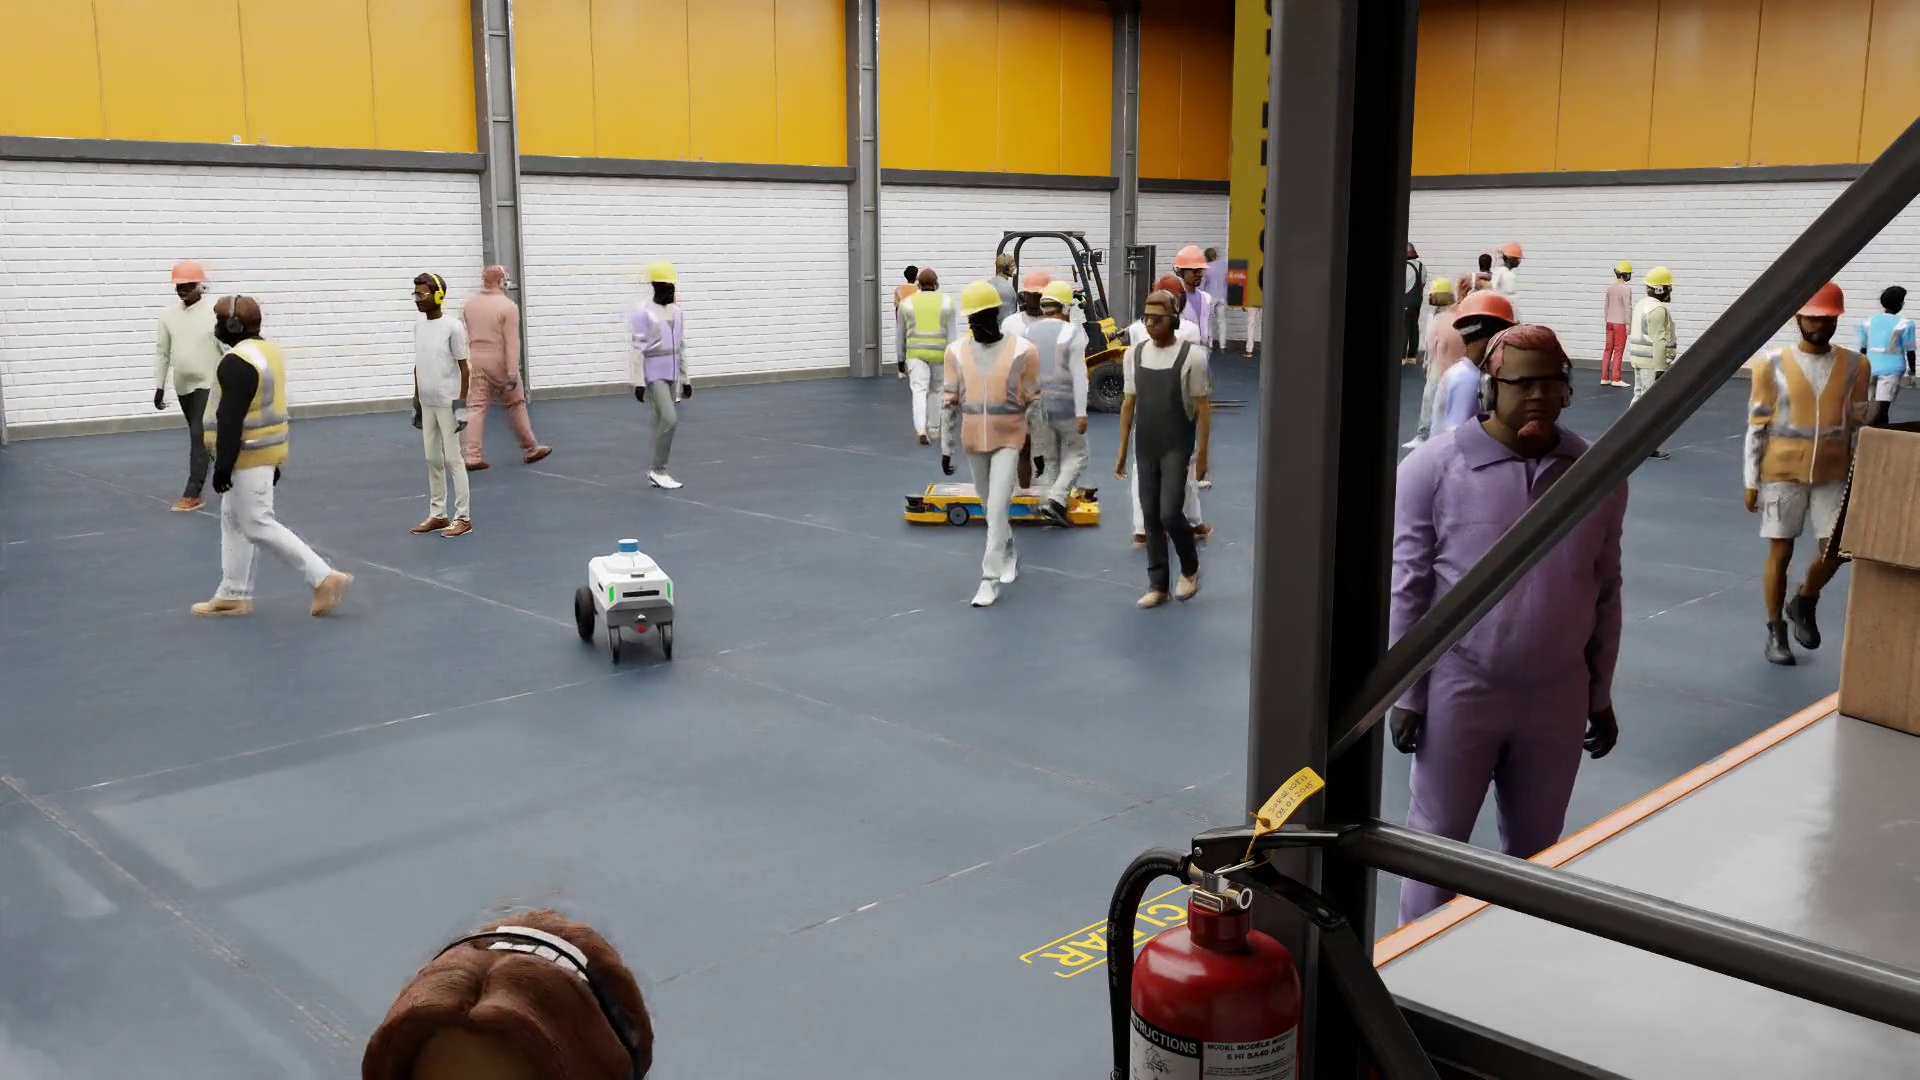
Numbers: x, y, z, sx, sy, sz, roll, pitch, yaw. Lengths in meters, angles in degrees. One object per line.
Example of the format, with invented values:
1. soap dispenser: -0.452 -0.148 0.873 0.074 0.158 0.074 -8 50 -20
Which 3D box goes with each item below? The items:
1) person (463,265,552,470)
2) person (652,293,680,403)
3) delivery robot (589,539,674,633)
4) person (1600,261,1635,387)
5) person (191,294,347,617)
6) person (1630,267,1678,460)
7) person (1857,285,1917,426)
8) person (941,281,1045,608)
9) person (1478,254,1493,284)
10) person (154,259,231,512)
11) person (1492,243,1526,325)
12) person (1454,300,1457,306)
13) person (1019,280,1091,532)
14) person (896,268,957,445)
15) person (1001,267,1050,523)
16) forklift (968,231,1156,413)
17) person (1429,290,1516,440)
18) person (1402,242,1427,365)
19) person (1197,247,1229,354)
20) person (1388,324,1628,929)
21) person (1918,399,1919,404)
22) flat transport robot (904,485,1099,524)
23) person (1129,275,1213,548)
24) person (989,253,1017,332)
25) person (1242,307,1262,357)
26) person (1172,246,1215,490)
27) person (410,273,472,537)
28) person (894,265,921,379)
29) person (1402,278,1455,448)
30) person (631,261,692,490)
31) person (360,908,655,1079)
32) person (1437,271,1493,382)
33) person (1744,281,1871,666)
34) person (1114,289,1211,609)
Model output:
1. person: -4.233 -1.589 15.306 0.660 1.853 0.983 5 11 25
2. person: -3.759 -2.627 21.211 0.307 1.772 0.525 -6 12 -28
3. delivery robot: -1.714 0.239 8.638 0.477 0.478 0.707 -4 11 -20
4. person: 9.324 -3.048 23.513 0.321 1.767 0.533 -2 11 -13
5. person: -3.888 -0.453 9.239 0.812 1.819 0.624 -2 11 -11
6. person: 6.638 -1.691 15.932 0.404 1.833 0.592 1 10 4
7. person: 8.844 -1.608 15.953 0.843 1.661 0.537 -5 12 -26
8. person: 0.209 -0.602 9.909 0.626 1.873 0.981 4 11 19
9. person: 7.600 -3.204 24.091 0.604 1.876 0.996 4 11 19
10. person: -6.037 -1.250 13.228 0.626 1.956 1.017 2 11 10
11. person: 7.568 -3.103 23.120 0.485 2.018 0.627 1 10 4
12. person: 4.503 -1.360 14.745 0.517 1.611 0.737 -1 10 -5
13. person: 0.700 -0.955 11.977 0.602 1.810 0.424 9 14 40
14. person: -0.345 -1.890 17.138 0.626 1.803 0.946 0 10 1
15. person: 0.588 -1.127 12.674 0.553 1.907 0.909 1 10 5
16. forklift: 1.222 -2.721 20.561 2.313 2.155 1.214 2 11 13
17. person: 2.174 -0.119 7.200 0.365 1.898 0.679 4 11 18
18. person: 7.372 -3.932 27.588 0.679 2.000 0.537 -8 13 -39
19. person: 4.566 -4.310 30.016 0.806 1.911 0.428 -5 12 -26
20. person: 1.431 0.395 4.359 0.641 1.909 0.409 -1 10 -5
21. person: 12.358 -2.654 20.874 0.408 1.942 0.615 1 10 5
22. flat transport robot: 0.325 -0.281 12.508 1.431 0.197 0.652 1 10 4
23. person: 1.452 -0.888 11.479 0.597 1.854 0.802 8 13 37
24. person: 0.483 -2.341 19.229 0.360 1.934 0.628 -3 11 -17
25. person: 5.262 -4.217 29.293 0.612 1.986 0.402 -1 10 -6
26. person: 1.899 -1.418 13.872 0.608 2.044 0.370 -9 14 -40
27. person: -3.708 -0.954 11.815 0.537 1.869 0.314 6 12 31
28. person: -0.728 -3.216 24.648 0.532 1.691 0.321 4 11 20
29. person: 4.873 -1.779 16.737 0.780 1.714 0.490 -2 11 -9
30. person: -2.440 -1.365 13.920 0.500 1.912 0.611 5 11 25
31. person: -0.373 1.067 1.513 0.522 1.605 0.814 1 10 3
32. person: 3.379 -0.834 11.080 0.425 1.892 0.674 3 11 15
33. person: 4.183 -0.328 8.252 0.557 1.926 0.451 2 11 12
34. person: 1.160 -0.504 9.478 0.513 1.833 0.411 8 13 37
